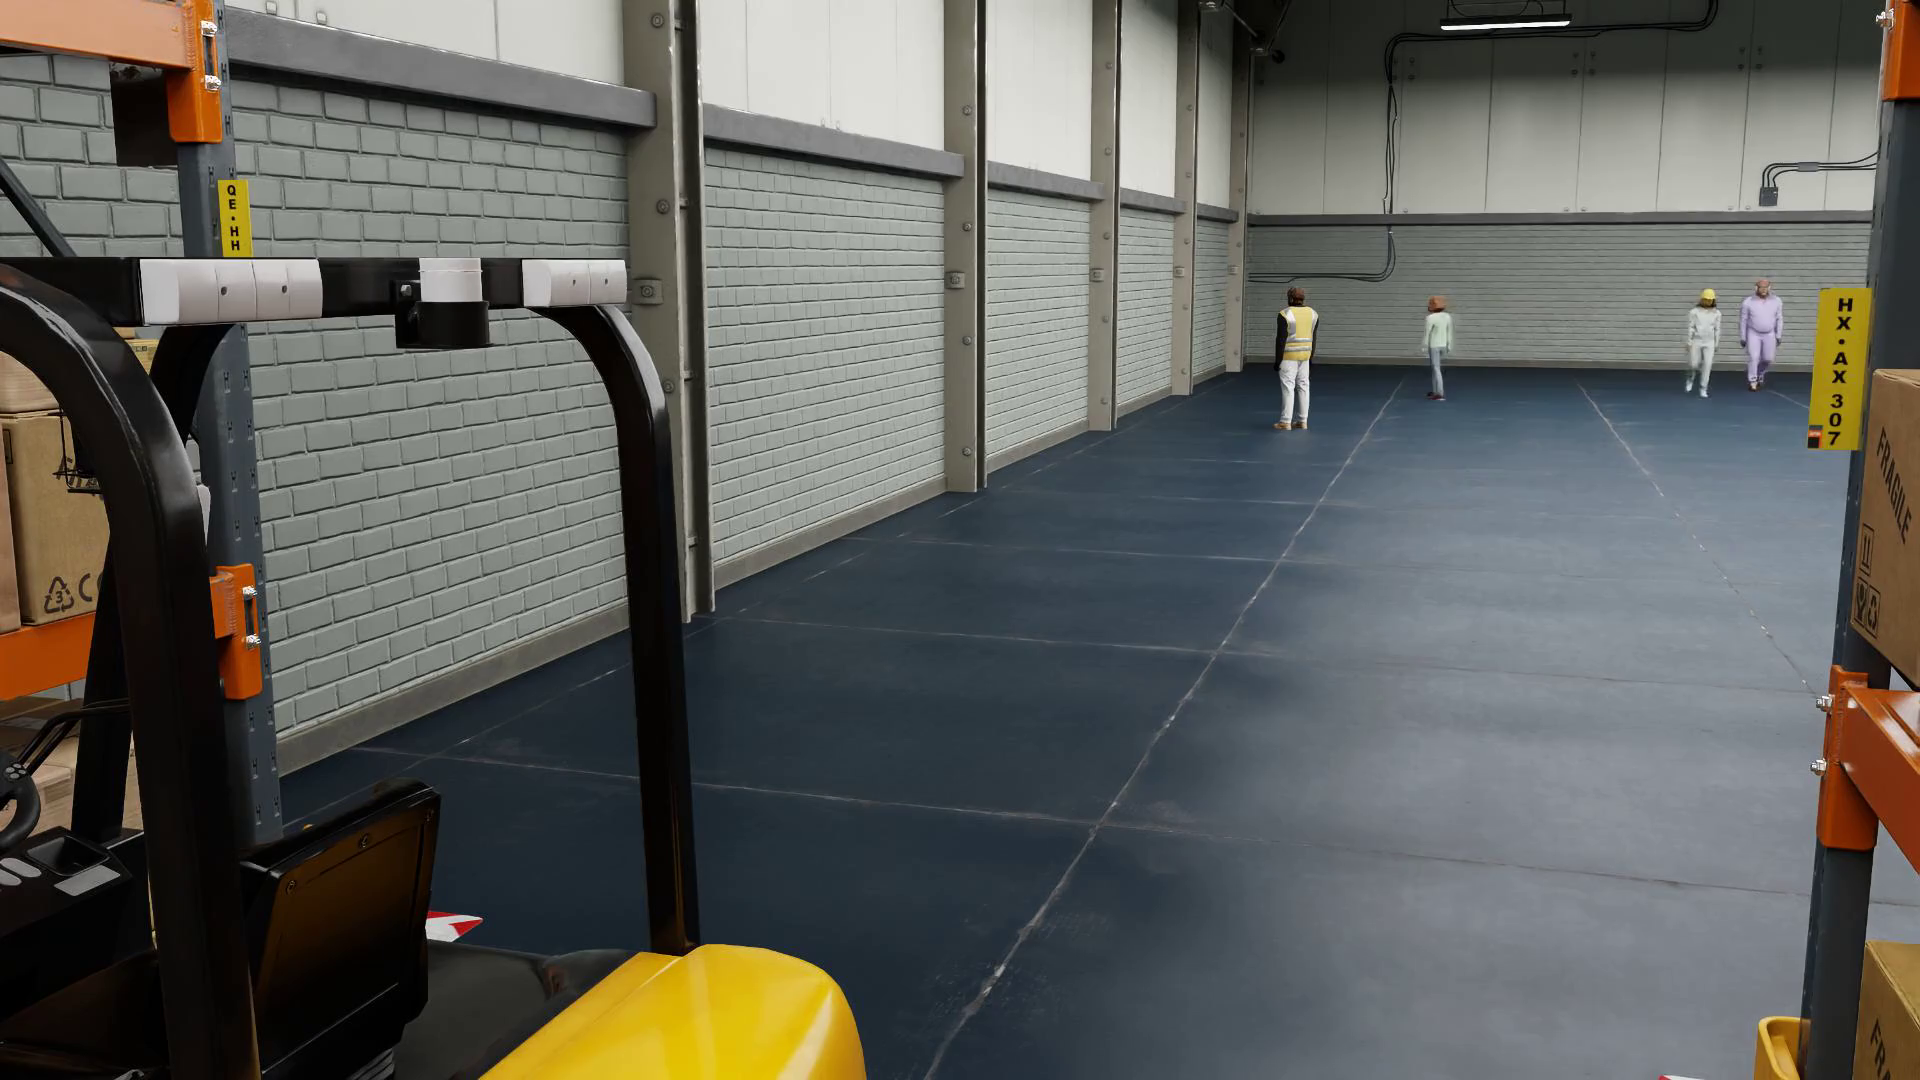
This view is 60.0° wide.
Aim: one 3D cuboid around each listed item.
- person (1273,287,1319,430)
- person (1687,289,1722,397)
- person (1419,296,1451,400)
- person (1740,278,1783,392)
[{"bbox_3d":[4.309,-2.342,21.480,0.632,1.843,0.429,-5,11,-28],"label":"person"},{"bbox_3d":[11.932,-3.168,26.710,0.504,1.726,0.503,2,10,12],"label":"person"},{"bbox_3d":[7.398,-3.004,26.047,0.514,1.612,0.598,-6,11,-33],"label":"person"},{"bbox_3d":[13.378,-3.430,27.816,0.661,1.887,0.539,2,10,11],"label":"person"}]
